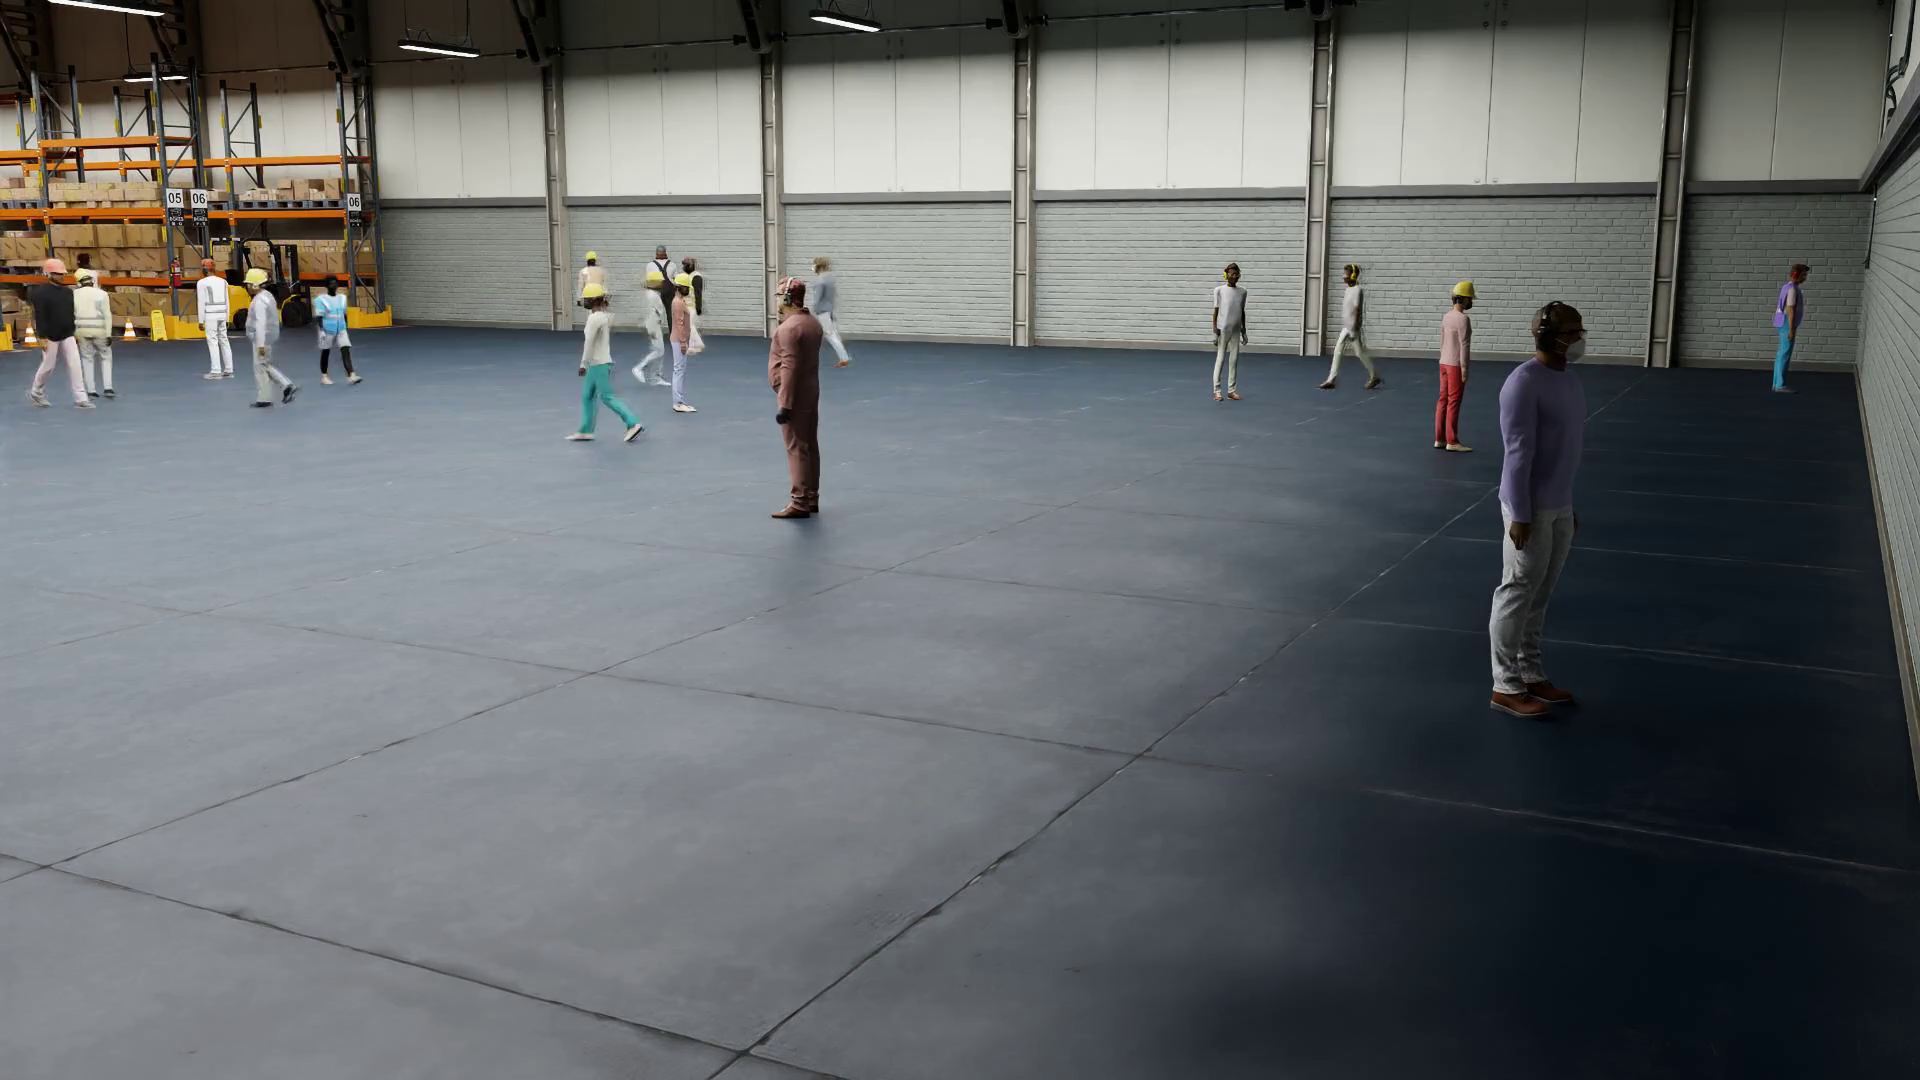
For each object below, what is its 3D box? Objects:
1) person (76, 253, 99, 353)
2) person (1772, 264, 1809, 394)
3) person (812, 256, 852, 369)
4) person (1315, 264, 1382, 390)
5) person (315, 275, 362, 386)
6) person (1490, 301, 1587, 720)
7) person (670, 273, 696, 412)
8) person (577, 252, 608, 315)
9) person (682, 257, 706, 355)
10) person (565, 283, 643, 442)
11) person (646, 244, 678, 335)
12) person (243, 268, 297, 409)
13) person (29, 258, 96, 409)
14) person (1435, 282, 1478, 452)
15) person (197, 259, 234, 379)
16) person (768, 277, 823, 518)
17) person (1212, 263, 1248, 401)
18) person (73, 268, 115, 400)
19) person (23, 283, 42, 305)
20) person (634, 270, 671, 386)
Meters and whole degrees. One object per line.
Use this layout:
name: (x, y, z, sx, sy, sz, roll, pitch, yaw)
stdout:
person: (-16.590, -4.475, 31.526, 0.588, 1.900, 0.600, -2, 11, -12)
person: (11.810, -3.010, 23.712, 0.403, 1.836, 0.564, 4, 11, 20)
person: (-2.275, -3.802, 27.900, 1.005, 1.896, 0.645, 1, 10, 8)
person: (5.726, -3.090, 24.190, 0.986, 1.830, 0.529, -2, 11, -11)
person: (-9.294, -3.108, 24.747, 0.868, 1.647, 0.549, 9, 14, 40)
person: (2.733, -0.145, 7.812, 0.371, 1.941, 0.627, 9, 14, 40)
person: (-3.540, -2.514, 21.217, 0.319, 1.763, 0.522, -2, 11, -12)
person: (-7.837, -5.157, 35.294, 0.612, 1.876, 0.954, -8, 13, -37)
person: (-5.052, -4.368, 31.146, 0.447, 1.827, 0.639, -6, 12, -29)
person: (-3.885, -1.921, 18.064, 0.828, 1.733, 0.521, -1, 10, -3)
person: (-6.468, -5.391, 36.141, 0.685, 2.000, 0.537, -3, 11, -16)
person: (-8.974, -2.600, 21.523, 0.494, 1.814, 0.610, -1, 10, -8)
person: (-11.734, -2.662, 21.526, 0.966, 1.953, 0.651, 4, 11, 21)
person: (5.180, -1.803, 17.343, 0.337, 1.761, 0.526, -2, 11, -9)
person: (-11.669, -3.456, 26.039, 0.341, 1.876, 0.577, 4, 11, 22)
person: (-1.327, -1.126, 13.246, 0.403, 1.911, 0.637, 3, 11, 14)
person: (3.681, -2.829, 22.636, 0.523, 1.870, 0.317, -3, 11, -18)
person: (-11.930, -2.823, 22.816, 0.611, 1.787, 0.577, -2, 11, -11)
person: (-24.867, -6.883, 44.617, 0.397, 1.918, 0.588, 5, 11, 24)
person: (-4.570, -3.142, 24.726, 0.446, 1.727, 0.502, 0, 10, 0)
